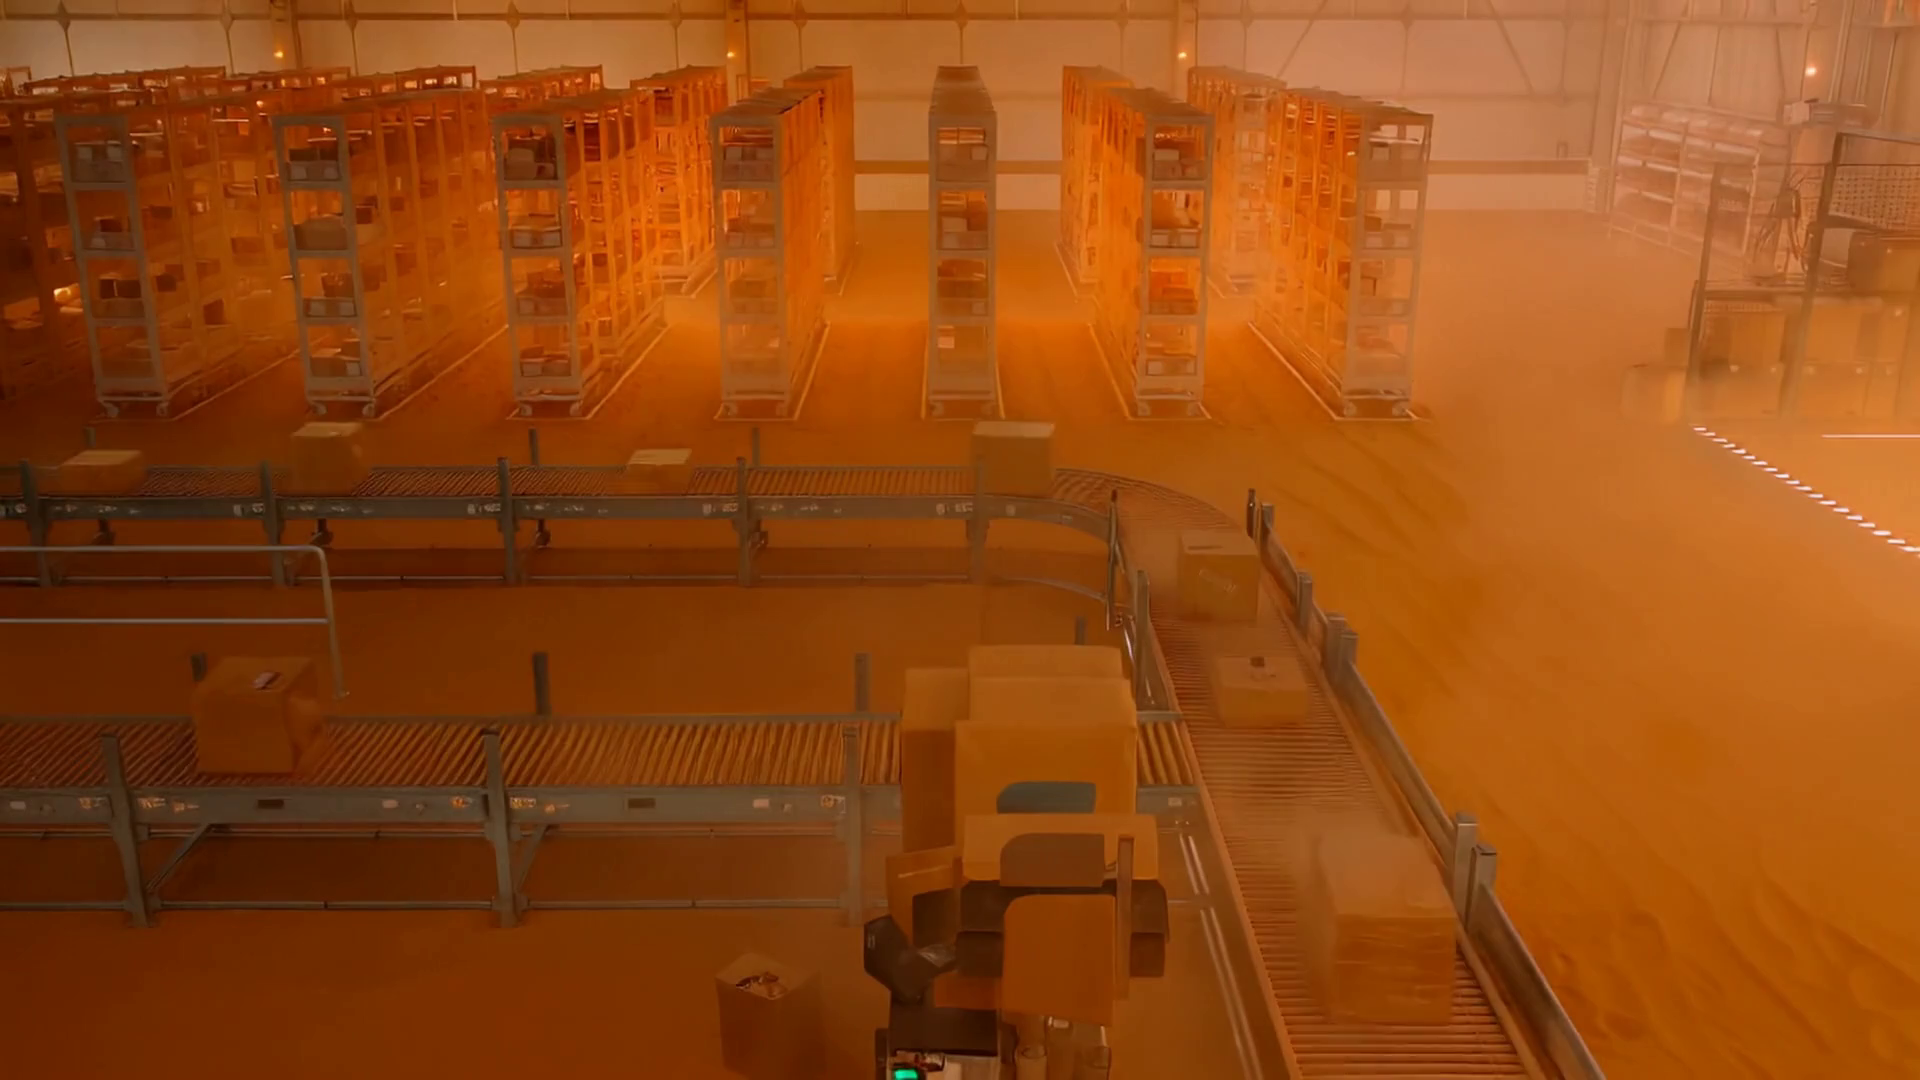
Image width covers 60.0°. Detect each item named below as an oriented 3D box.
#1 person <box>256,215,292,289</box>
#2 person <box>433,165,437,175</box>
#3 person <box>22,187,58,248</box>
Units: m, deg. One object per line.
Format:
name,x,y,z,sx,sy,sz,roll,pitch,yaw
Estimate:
person,-10.668,-4.425,26.042,0.382,1.996,0.608,14,22,36
person,-11.426,-7.598,36.092,0.838,1.820,0.570,-2,18,-7
person,-16.111,-5.322,29.087,0.612,1.816,0.419,-2,18,-6
